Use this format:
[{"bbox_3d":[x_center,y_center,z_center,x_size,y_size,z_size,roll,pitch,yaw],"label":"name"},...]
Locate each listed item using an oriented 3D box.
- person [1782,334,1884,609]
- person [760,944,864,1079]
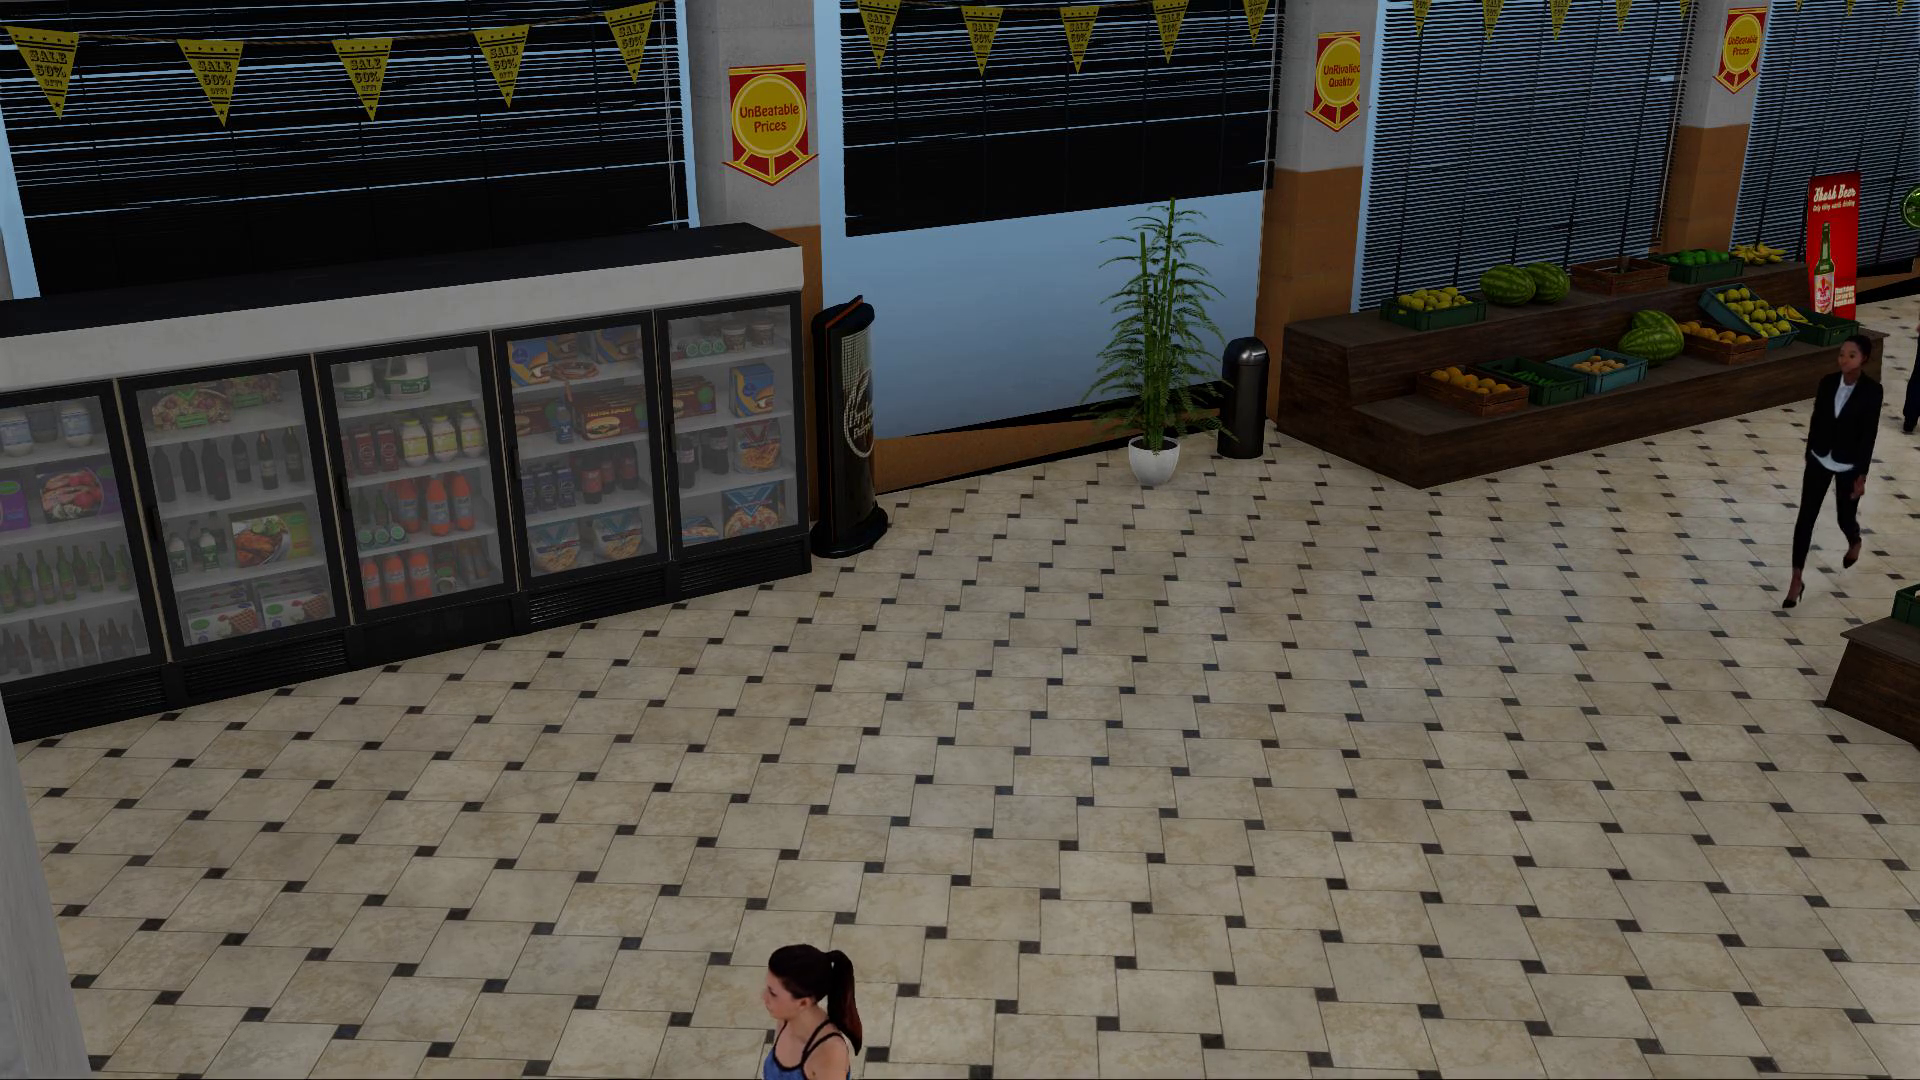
[{"bbox_3d":[5.767,-0.444,10.862,1.108,1.811,0.731,-17,28,-37],"label":"person"},{"bbox_3d":[-0.374,1.947,5.215,0.958,1.586,0.689,-8,23,-19],"label":"person"}]
